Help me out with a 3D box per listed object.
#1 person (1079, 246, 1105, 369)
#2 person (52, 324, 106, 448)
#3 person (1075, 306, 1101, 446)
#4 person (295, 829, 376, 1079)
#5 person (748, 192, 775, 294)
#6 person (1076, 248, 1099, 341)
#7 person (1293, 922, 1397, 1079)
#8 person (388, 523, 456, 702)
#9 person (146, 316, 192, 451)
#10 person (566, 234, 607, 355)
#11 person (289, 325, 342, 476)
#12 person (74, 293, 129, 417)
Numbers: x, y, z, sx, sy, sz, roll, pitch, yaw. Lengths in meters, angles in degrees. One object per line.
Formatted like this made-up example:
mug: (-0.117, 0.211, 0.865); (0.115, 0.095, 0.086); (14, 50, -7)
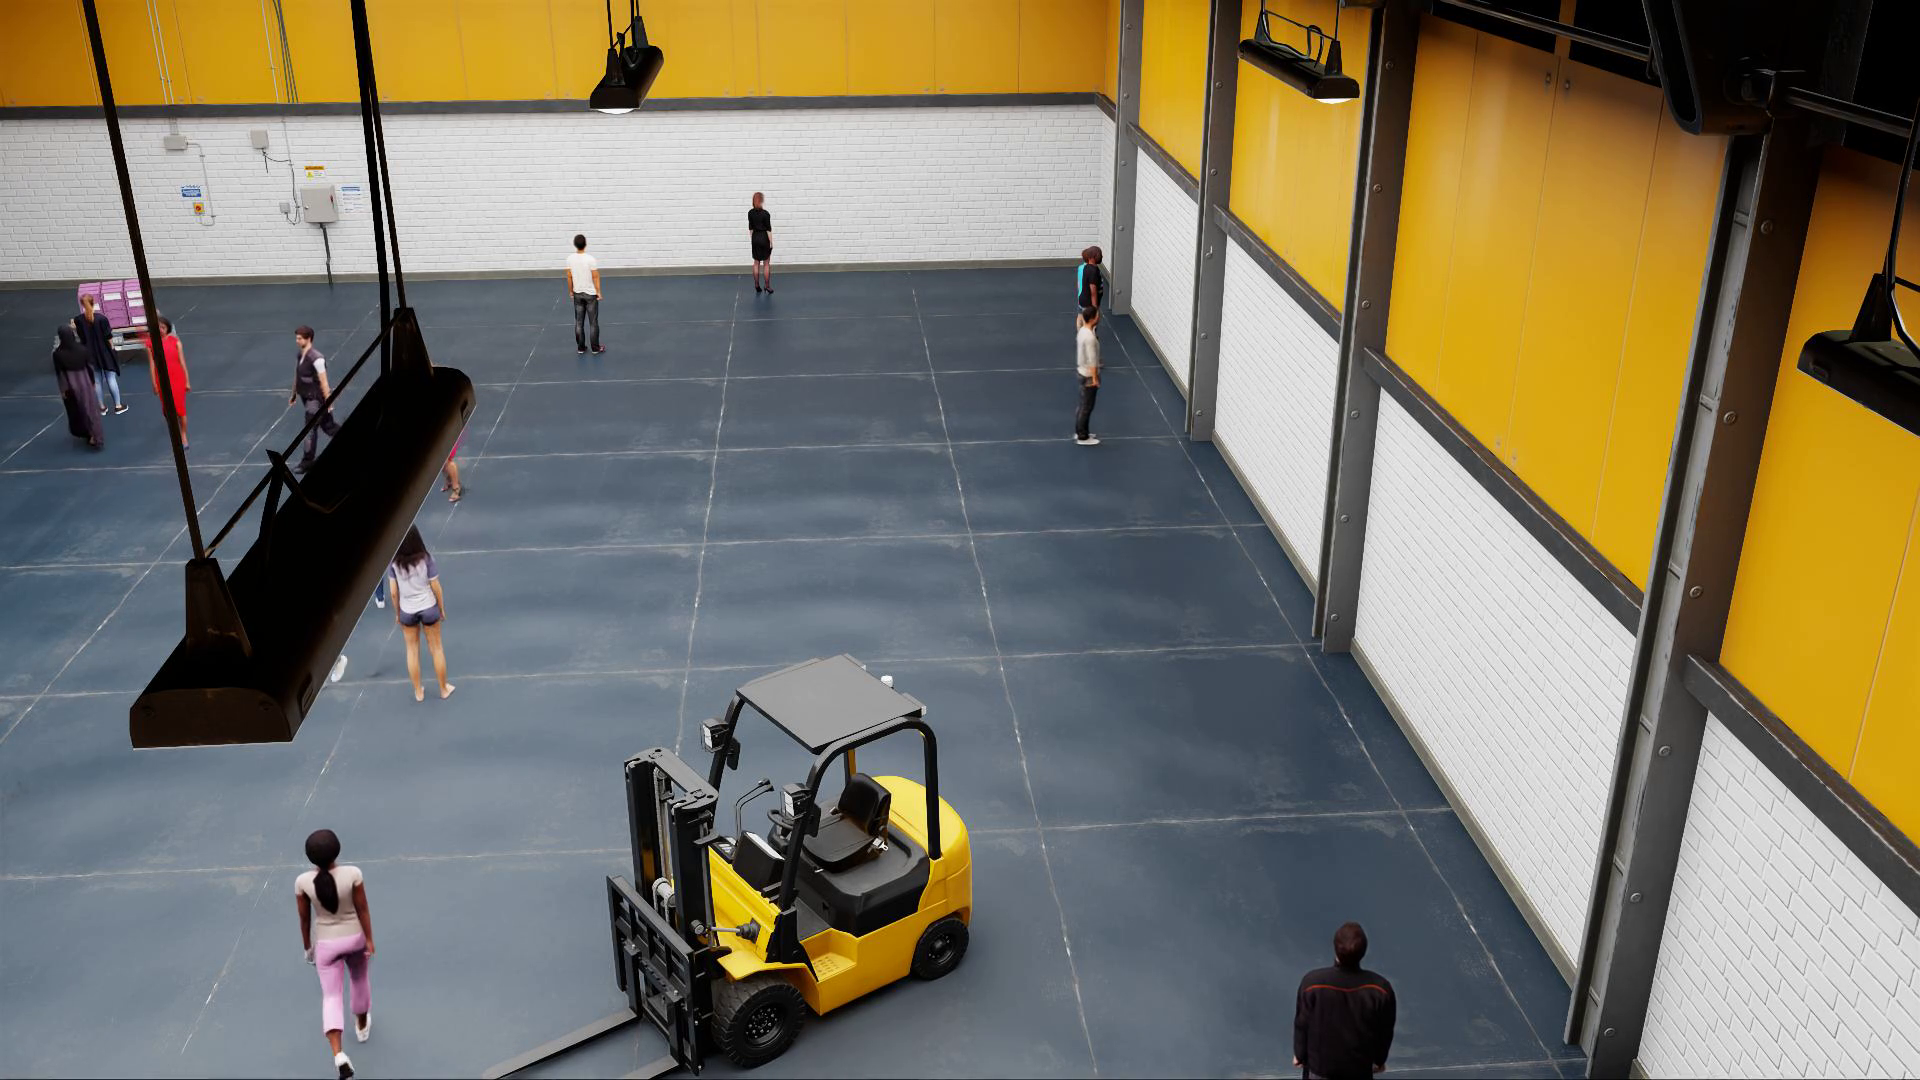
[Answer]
person: (1.900, -3.412, 24.302); (0.701, 1.804, 0.517); (-3, 24, -6)
person: (-11.238, -1.950, 21.205); (1.005, 1.605, 1.202); (-17, 29, -34)
person: (1.622, -2.121, 21.341); (0.706, 1.809, 0.462); (-2, 24, -5)
person: (-3.951, 2.628, 10.589); (0.709, 1.719, 1.079); (-6, 24, -14)
person: (-3.367, -5.027, 28.122); (0.662, 1.703, 0.670); (11, 26, 24)
person: (1.947, -3.773, 25.568); (0.592, 1.450, 0.659); (20, 31, 38)
person: (2.188, 2.999, 9.594); (0.767, 1.837, 0.648); (3, 24, 7)
person: (-4.914, 0.647, 15.104); (0.596, 1.732, 0.500); (-4, 24, -8)
person: (-10.063, -2.014, 21.192); (0.736, 1.732, 0.824); (-14, 27, -28)
person: (-5.636, -3.697, 24.953); (0.695, 1.804, 0.624); (4, 24, 10)
person: (-7.878, -1.760, 20.519); (1.168, 1.806, 1.174); (-21, 31, -40)
person: (-11.593, -2.506, 22.383); (0.628, 1.679, 0.555); (-3, 24, -7)
